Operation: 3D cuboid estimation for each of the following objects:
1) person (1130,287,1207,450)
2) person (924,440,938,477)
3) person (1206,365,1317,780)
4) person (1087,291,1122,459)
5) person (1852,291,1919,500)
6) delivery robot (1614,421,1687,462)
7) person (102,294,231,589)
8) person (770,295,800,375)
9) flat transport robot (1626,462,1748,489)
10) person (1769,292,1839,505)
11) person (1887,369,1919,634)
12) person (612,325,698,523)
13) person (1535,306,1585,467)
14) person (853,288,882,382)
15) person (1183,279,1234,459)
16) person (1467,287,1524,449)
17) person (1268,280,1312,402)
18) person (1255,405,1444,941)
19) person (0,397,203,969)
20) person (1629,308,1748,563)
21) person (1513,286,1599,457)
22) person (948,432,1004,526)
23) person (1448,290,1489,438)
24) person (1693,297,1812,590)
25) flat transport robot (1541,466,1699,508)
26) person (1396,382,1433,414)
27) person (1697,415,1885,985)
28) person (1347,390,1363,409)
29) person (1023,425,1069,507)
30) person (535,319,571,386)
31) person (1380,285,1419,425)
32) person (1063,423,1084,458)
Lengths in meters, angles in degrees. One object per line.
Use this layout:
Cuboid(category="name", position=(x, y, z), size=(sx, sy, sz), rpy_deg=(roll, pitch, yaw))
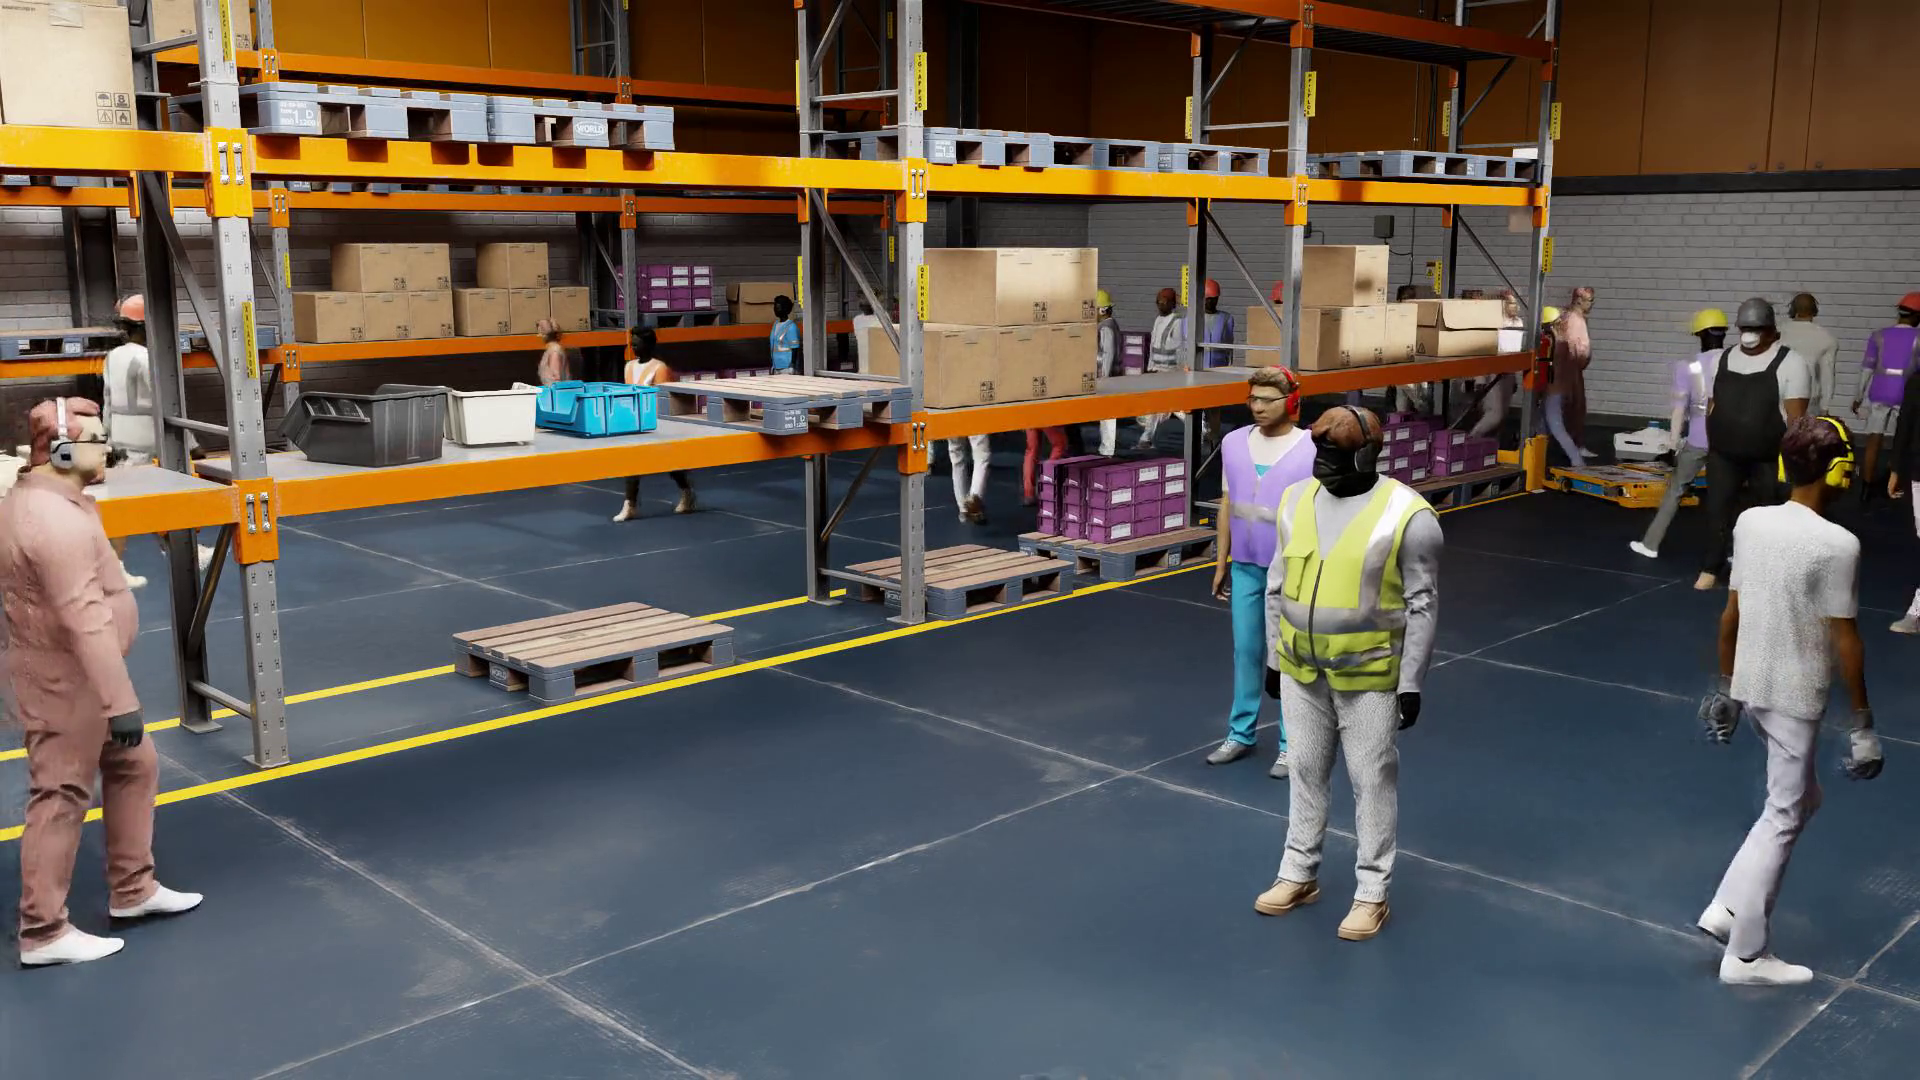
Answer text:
Cuboid(category="person", position=(2.384, -1.919, 18.713), size=(0.884, 1.844, 0.656), rpy_deg=(-3, 11, -15))
Cuboid(category="person", position=(-0.436, -1.564, 16.510), size=(0.650, 1.913, 0.690), rpy_deg=(9, 14, 41))
Cuboid(category="person", position=(1.400, 0.136, 7.441), size=(0.571, 1.840, 0.373), rpy_deg=(9, 14, 40))
Cuboid(category="person", position=(1.512, -1.716, 17.599), size=(0.404, 1.821, 0.591), rpy_deg=(1, 10, 5))
Cuboid(category="person", position=(8.437, -1.288, 15.068), size=(0.671, 1.907, 0.447), rpy_deg=(10, 14, 43))
Cuboid(category="delivery robot", position=(6.904, -0.941, 16.572), size=(0.477, 0.478, 0.707), rpy_deg=(-10, 14, -43))
Cuboid(category="person", position=(-5.551, -0.680, 11.467), size=(0.626, 1.992, 1.018), rpy_deg=(9, 14, 40))
Cuboid(category="person", position=(-2.097, -2.072, 19.877), size=(0.320, 1.698, 0.531), rpy_deg=(-7, 13, -34))
Cuboid(category="flat transport robot", position=(6.952, -0.617, 15.837), size=(1.431, 0.197, 0.652), rpy_deg=(-3, 11, -18))
Cuboid(category="person", position=(7.328, -1.214, 14.612), size=(0.639, 1.911, 0.654), rpy_deg=(8, 13, 36))
Cuboid(category="person", position=(6.098, -0.433, 10.236), size=(0.933, 1.967, 0.640), rpy_deg=(-6, 12, -29))
Cuboid(category="person", position=(-2.603, -1.002, 14.139), size=(0.537, 1.668, 0.817), rpy_deg=(8, 13, 36))
Cuboid(category="person", position=(5.902, -1.458, 16.495), size=(0.538, 1.711, 0.901), rpy_deg=(-10, 14, -43))
Cuboid(category="person", position=(-1.003, -1.999, 19.159), size=(0.536, 1.830, 0.961), rpy_deg=(5, 12, 26))
Cuboid(category="person", position=(2.674, -1.829, 17.902), size=(0.552, 1.935, 0.373), rpy_deg=(0, 10, 0))
Cuboid(category="person", position=(5.569, -1.683, 17.252), size=(0.467, 1.882, 0.673), rpy_deg=(10, 15, 44))
Cuboid(category="person", position=(3.168, -1.553, 16.294), size=(0.441, 1.970, 0.610), rpy_deg=(-5, 12, -27))
Cuboid(category="person", position=(1.313, 0.451, 5.735), size=(0.629, 1.840, 0.429), rpy_deg=(10, 14, 43))
Cuboid(category="person", position=(-2.854, 0.466, 5.540), size=(0.736, 1.880, 0.676), rpy_deg=(-7, 12, -33))
Cuboid(category="person", position=(5.444, -0.754, 12.218), size=(0.744, 1.885, 0.523), rpy_deg=(1, 10, 3))
Cuboid(category="person", position=(6.512, -1.823, 18.061), size=(0.819, 1.877, 0.658), rpy_deg=(5, 12, 26))
Cuboid(category="person", position=(0.051, -1.009, 13.693), size=(0.602, 1.848, 0.876), rpy_deg=(1, 10, 6))
Cuboid(category="person", position=(5.419, -1.783, 17.978), size=(0.844, 1.808, 0.664), rpy_deg=(8, 13, 37))
Cuboid(category="person", position=(5.469, -0.698, 11.451), size=(0.687, 2.000, 0.963), rpy_deg=(10, 14, 42))
Cuboid(category="flat transport robot", position=(6.017, -0.503, 15.219), size=(0.652, 0.197, 1.431), rpy_deg=(-3, 11, -14))
Cuboid(category="person", position=(4.776, -1.608, 17.537), size=(0.369, 1.622, 0.589), rpy_deg=(-4, 11, -19))
Cuboid(category="person", position=(2.647, 0.533, 5.271), size=(0.428, 1.848, 0.531), rpy_deg=(-1, 10, -4))
Cuboid(category="person", position=(4.741, -2.235, 20.198), size=(0.404, 1.906, 0.651), rpy_deg=(2, 11, 10))
Cuboid(category="person", position=(0.757, -1.150, 14.700), size=(0.454, 1.746, 0.518), rpy_deg=(-5, 11, -24))
Cuboid(category="person", position=(-3.915, -1.355, 16.233), size=(0.406, 1.609, 0.587), rpy_deg=(-3, 11, -17))
Cuboid(category="person", position=(4.693, -1.782, 17.798), size=(0.898, 1.872, 0.640), rpy_deg=(-4, 11, -19))
Cuboid(category="person", position=(1.020, -1.447, 15.779), size=(0.591, 1.942, 0.631), rpy_deg=(-6, 12, -28))
